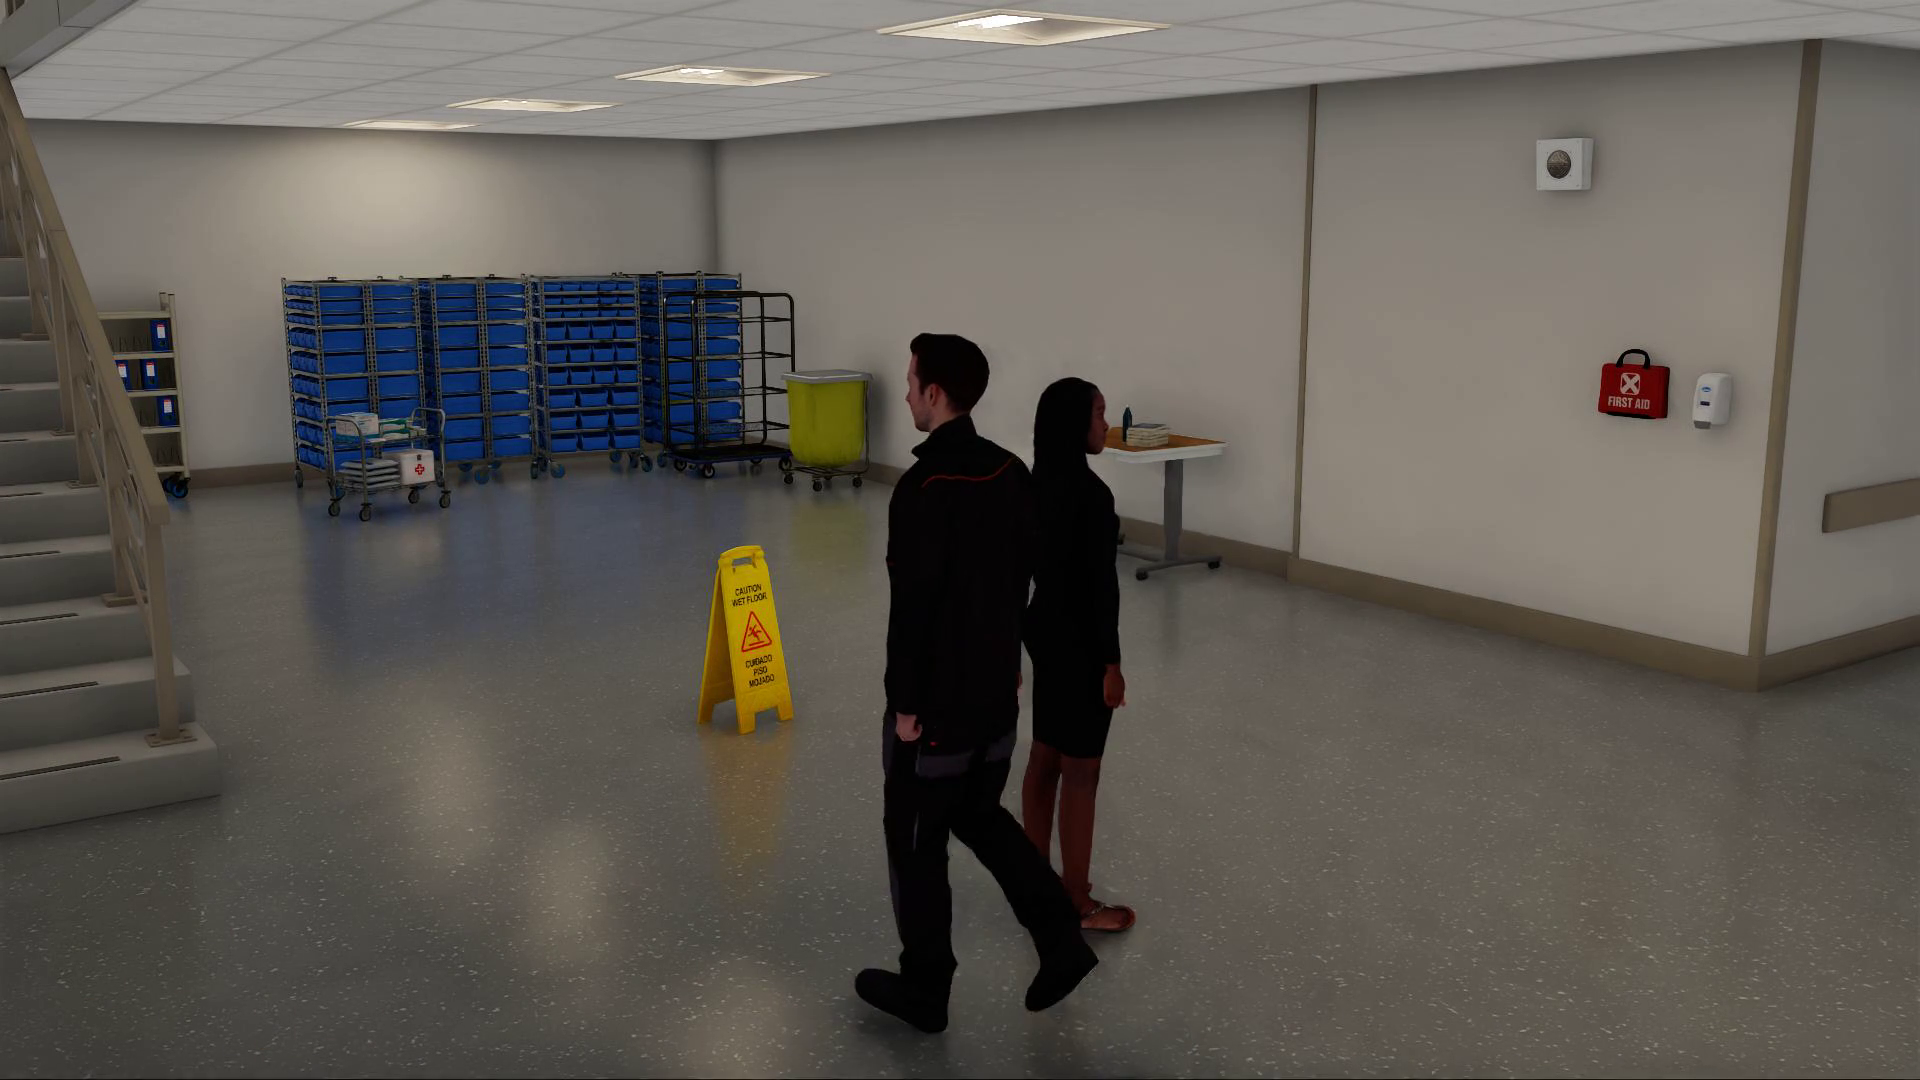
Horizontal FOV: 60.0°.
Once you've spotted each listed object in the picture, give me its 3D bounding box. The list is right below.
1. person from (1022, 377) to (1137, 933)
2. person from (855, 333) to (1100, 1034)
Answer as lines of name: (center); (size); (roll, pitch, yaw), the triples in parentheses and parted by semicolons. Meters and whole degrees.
person: (0.347, 0.352, 5.199); (0.717, 1.721, 0.526); (-4, 12, -21)
person: (0.044, 0.415, 4.388); (1.036, 1.901, 0.840); (9, 14, 39)
